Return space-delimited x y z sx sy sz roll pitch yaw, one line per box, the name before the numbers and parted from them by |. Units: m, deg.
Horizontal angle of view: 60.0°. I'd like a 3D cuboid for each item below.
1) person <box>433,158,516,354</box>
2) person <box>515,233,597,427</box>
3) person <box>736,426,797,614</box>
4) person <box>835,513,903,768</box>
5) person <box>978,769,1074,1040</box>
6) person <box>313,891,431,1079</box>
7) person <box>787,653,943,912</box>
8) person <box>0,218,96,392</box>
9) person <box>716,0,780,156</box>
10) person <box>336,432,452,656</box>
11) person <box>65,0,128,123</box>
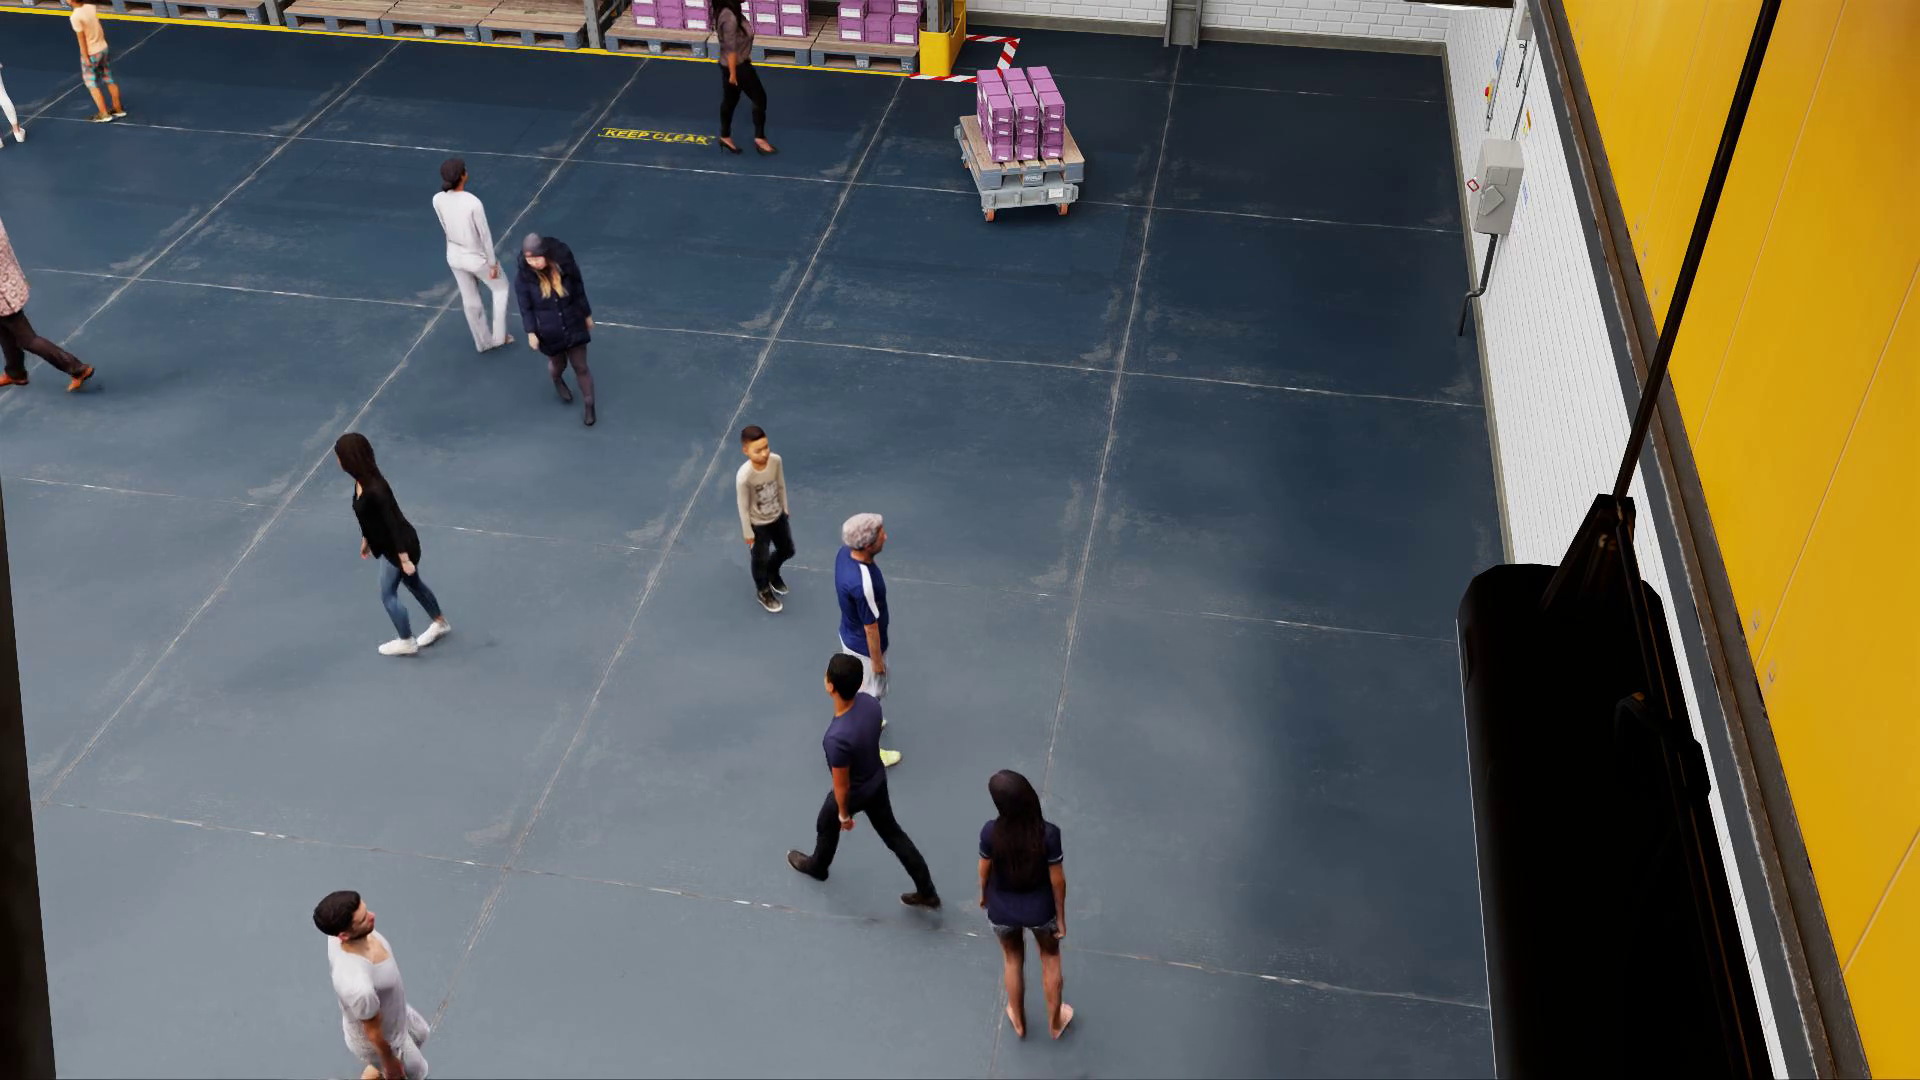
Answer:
person | -4.046 -2.280 13.633 0.565 1.725 0.726 10 40 12
person | -3.155 -1.710 12.984 1.018 1.645 1.036 -17 42 -20
person | -1.363 -0.176 11.217 0.702 1.453 0.665 32 48 33
person | -0.577 0.579 9.965 0.709 1.835 0.715 -12 40 -15
person | 0.340 1.910 8.385 0.581 1.728 0.762 12 40 14
person | -2.821 2.293 7.816 0.983 1.839 0.914 -15 41 -18
person | -0.462 1.381 9.041 1.289 1.735 0.916 18 42 21
person | -7.474 -1.943 13.158 1.238 1.791 0.921 -5 39 -6
person | -2.326 -4.674 16.553 0.939 1.822 0.840 -10 40 -13
person | -3.630 0.041 10.828 0.887 1.600 0.833 -26 45 -29
person | -9.000 -5.104 17.385 0.560 1.456 0.556 9 39 11
